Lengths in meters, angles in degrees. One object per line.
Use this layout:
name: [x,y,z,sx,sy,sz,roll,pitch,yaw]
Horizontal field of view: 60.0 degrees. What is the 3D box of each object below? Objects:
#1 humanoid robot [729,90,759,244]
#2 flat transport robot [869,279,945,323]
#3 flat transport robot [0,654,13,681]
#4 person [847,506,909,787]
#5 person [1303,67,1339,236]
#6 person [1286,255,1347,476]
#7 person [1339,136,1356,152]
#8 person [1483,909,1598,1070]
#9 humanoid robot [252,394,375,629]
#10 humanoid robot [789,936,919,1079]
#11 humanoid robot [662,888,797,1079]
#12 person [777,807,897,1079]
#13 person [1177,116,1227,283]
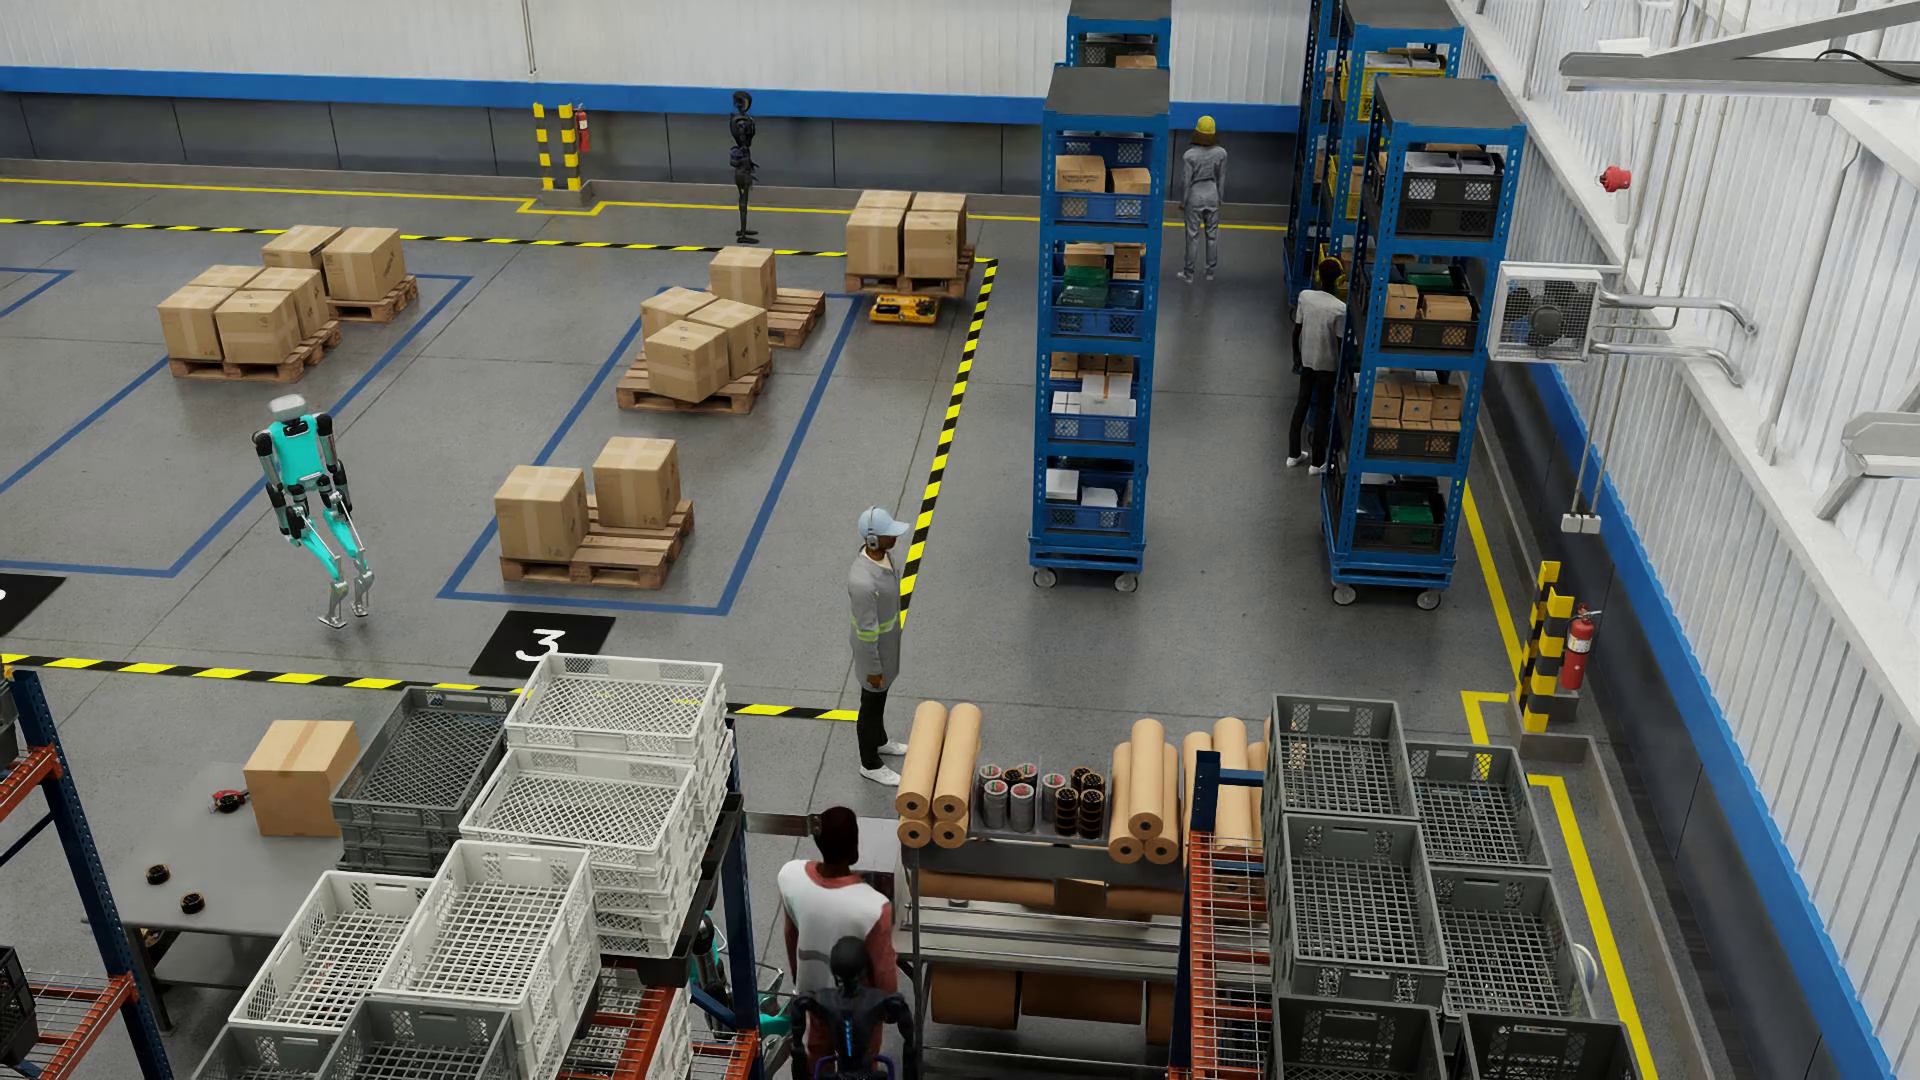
humanoid robot: [-2.377,-4.135,18.364,0.315,1.653,0.599,-2,30,-4]
flat transport robot: [-0.500,-2.609,17.127,0.652,0.197,1.431,3,30,6]
flat transport robot: [-7.142,0.969,11.010,1.431,0.231,0.659,3,30,6]
person: [-0.476,0.626,10.025,0.366,1.852,0.589,4,30,7]
person: [4.073,-4.218,18.226,0.726,1.987,0.380,-24,38,-35]
person: [2.928,-1.418,13.517,0.314,1.869,0.534,-25,39,-36]
person: [4.176,-4.164,18.262,0.398,1.854,0.584,6,31,11]
person: [2.363,2.270,7.211,0.632,1.843,0.429,-16,34,-26]
humanoid robot: [-4.313,-0.137,11.316,0.533,1.676,0.735,-25,39,-36]
humanoid robot: [-0.448,2.376,7.188,0.583,1.651,0.324,0,30,0]
humanoid robot: [-1.008,2.009,7.630,0.735,1.677,0.533,-17,34,-26]
person: [-0.545,2.019,7.578,0.589,1.915,0.403,18,35,28]
person: [2.505,-3.540,17.285,0.484,1.744,0.294,-7,31,-12]
